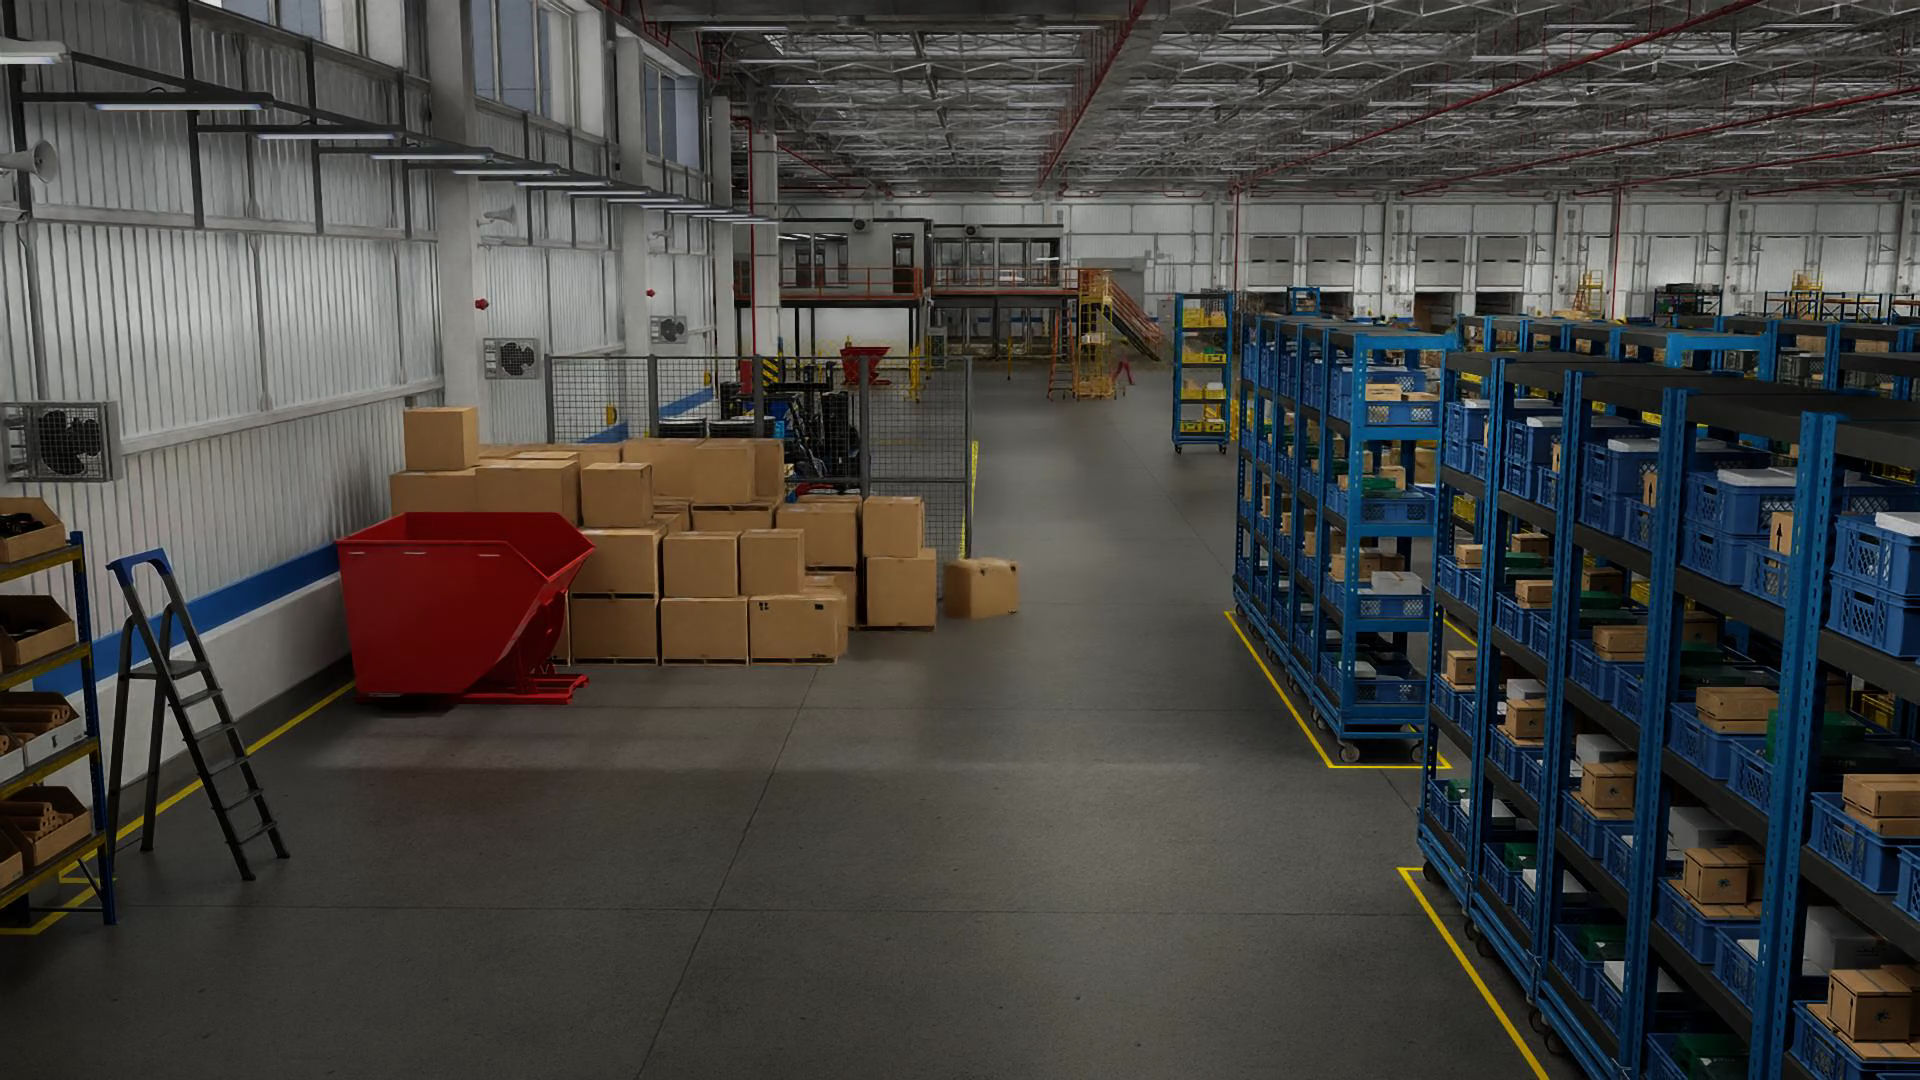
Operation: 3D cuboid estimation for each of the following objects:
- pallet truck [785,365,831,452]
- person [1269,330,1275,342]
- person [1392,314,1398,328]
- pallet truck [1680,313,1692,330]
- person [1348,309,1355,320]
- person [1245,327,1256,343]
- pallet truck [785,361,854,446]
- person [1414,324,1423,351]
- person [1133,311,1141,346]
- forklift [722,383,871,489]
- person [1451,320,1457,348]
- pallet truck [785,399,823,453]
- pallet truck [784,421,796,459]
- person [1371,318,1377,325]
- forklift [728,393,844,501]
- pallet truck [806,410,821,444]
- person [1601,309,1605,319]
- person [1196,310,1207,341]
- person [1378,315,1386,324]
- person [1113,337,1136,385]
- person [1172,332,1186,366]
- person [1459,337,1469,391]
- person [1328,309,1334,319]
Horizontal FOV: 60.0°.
[{"bbox_3d":[-3.774,-2.976,37.635,1.885,1.965,0.823,1,9,5],"label":"pallet truck"},{"bbox_3d":[13.789,-8.742,73.462,0.579,1.915,0.638,-4,10,-25],"label":"person"},{"bbox_3d":[23.834,-11.577,91.536,0.865,1.733,0.534,-1,9,-4],"label":"person"},{"bbox_3d":[36.315,-10.531,84.244,0.823,1.965,1.885,-6,11,-33],"label":"pallet truck"},{"bbox_3d":[22.525,-12.359,95.752,0.416,1.915,0.609,2,9,10],"label":"person"},{"bbox_3d":[12.550,-8.431,71.344,0.711,1.975,0.421,3,10,20],"label":"person"},{"bbox_3d":[-3.410,-3.193,38.978,1.885,1.965,0.823,0,9,-1],"label":"pallet truck"},{"bbox_3d":[17.829,-7.479,65.283,0.713,2.000,0.691,2,9,13],"label":"person"},{"bbox_3d":[9.605,-11.443,90.019,0.615,1.945,0.404,-8,12,-42],"label":"person"},{"bbox_3d":[-2.893,-1.687,28.729,2.680,1.987,1.157,0,9,-1],"label":"forklift"},{"bbox_3d":[22.986,-9.308,77.257,0.995,1.819,0.505,1,9,8],"label":"person"},{"bbox_3d":[-3.814,-2.432,36.419,1.630,1.274,0.653,0,9,1],"label":"pallet truck"},{"bbox_3d":[-4.013,-1.793,32.705,1.601,1.201,0.680,0,9,1],"label":"pallet truck"},{"bbox_3d":[21.278,-10.591,85.539,0.535,1.697,0.318,6,11,32],"label":"person"},{"bbox_3d":[-2.979,-1.316,26.476,2.680,1.987,1.157,0,9,1],"label":"forklift"},{"bbox_3d":[-3.559,-2.018,33.905,1.522,1.261,0.704,0,9,-1],"label":"pallet truck"},{"bbox_3d":[36.383,-12.080,93.832,0.392,1.985,0.609,0,9,0],"label":"person"},{"bbox_3d":[14.203,-12.600,97.274,1.022,1.920,0.604,7,12,37],"label":"person"},{"bbox_3d":[21.868,-10.738,86.064,0.432,1.820,0.642,7,11,36],"label":"person"},{"bbox_3d":[5.880,-6.437,59.823,0.898,1.726,0.523,-3,10,-17],"label":"person"},{"bbox_3d":[9.219,-8.180,70.036,0.746,1.904,0.599,-6,11,-34],"label":"person"},{"bbox_3d":[17.142,-6.025,56.921,0.863,1.856,0.579,1,9,5],"label":"person"},{"bbox_3d":[21.224,-12.266,95.156,0.423,1.927,0.563,2,10,15],"label":"person"}]
